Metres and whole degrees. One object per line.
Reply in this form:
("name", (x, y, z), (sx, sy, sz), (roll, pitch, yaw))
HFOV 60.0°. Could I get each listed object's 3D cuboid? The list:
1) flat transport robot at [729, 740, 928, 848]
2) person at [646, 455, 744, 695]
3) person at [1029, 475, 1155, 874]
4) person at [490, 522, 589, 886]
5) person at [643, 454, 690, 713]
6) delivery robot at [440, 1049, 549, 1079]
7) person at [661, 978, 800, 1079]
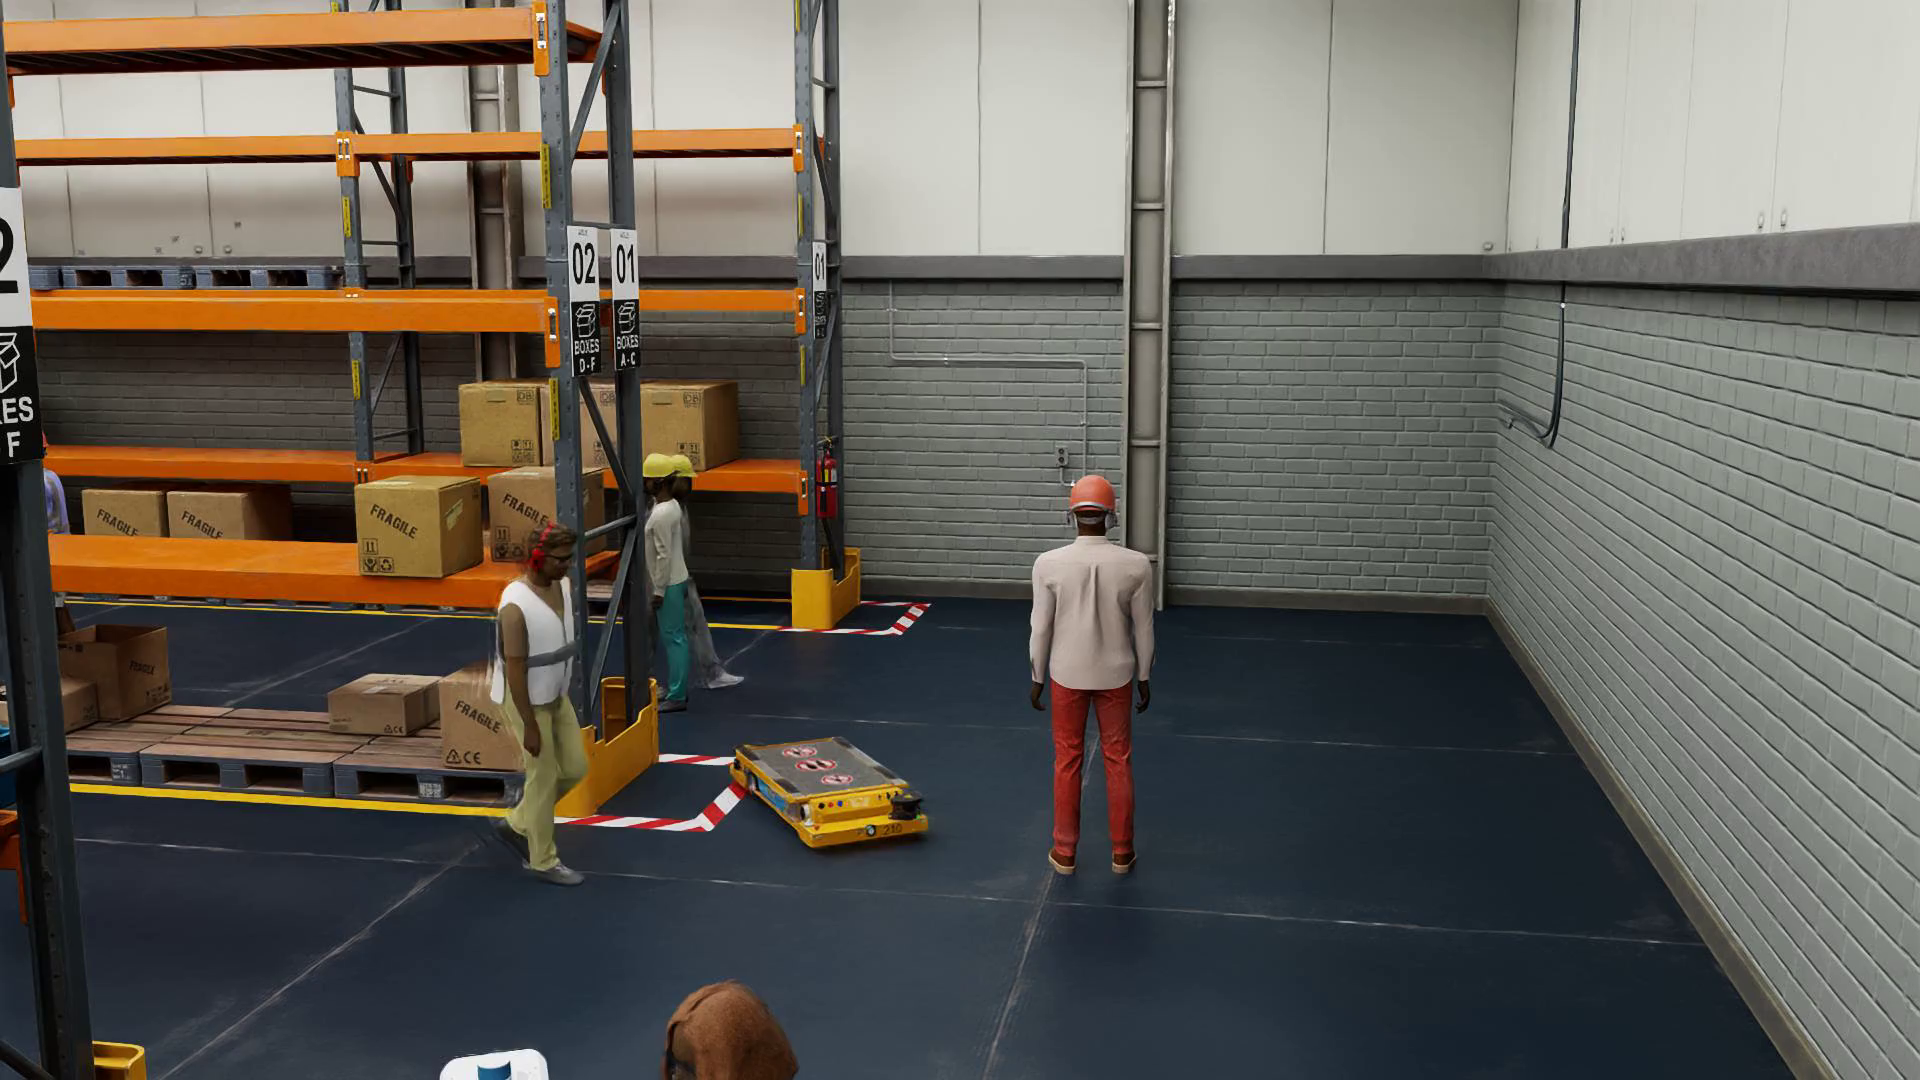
("flat transport robot", (-0.763, 1.367, 9.275), (0.652, 0.197, 1.431), (-4, 10, -25))
("person", (-1.941, 0.263, 11.701), (0.848, 1.709, 0.505), (2, 9, 11))
("person", (0.653, 0.670, 8.278), (0.621, 1.989, 0.398), (0, 9, -1))
("person", (-2.022, 0.799, 8.020), (0.502, 1.813, 0.623), (2, 9, 13))
("person", (-2.016, 0.294, 11.310), (0.329, 1.769, 0.526), (0, 9, -1))
("delivery robot", (-1.439, 1.840, 5.172), (0.477, 0.478, 0.707), (-3, 10, -17))
("person", (-0.438, 1.650, 3.304), (0.507, 1.631, 0.266), (8, 12, 39))
